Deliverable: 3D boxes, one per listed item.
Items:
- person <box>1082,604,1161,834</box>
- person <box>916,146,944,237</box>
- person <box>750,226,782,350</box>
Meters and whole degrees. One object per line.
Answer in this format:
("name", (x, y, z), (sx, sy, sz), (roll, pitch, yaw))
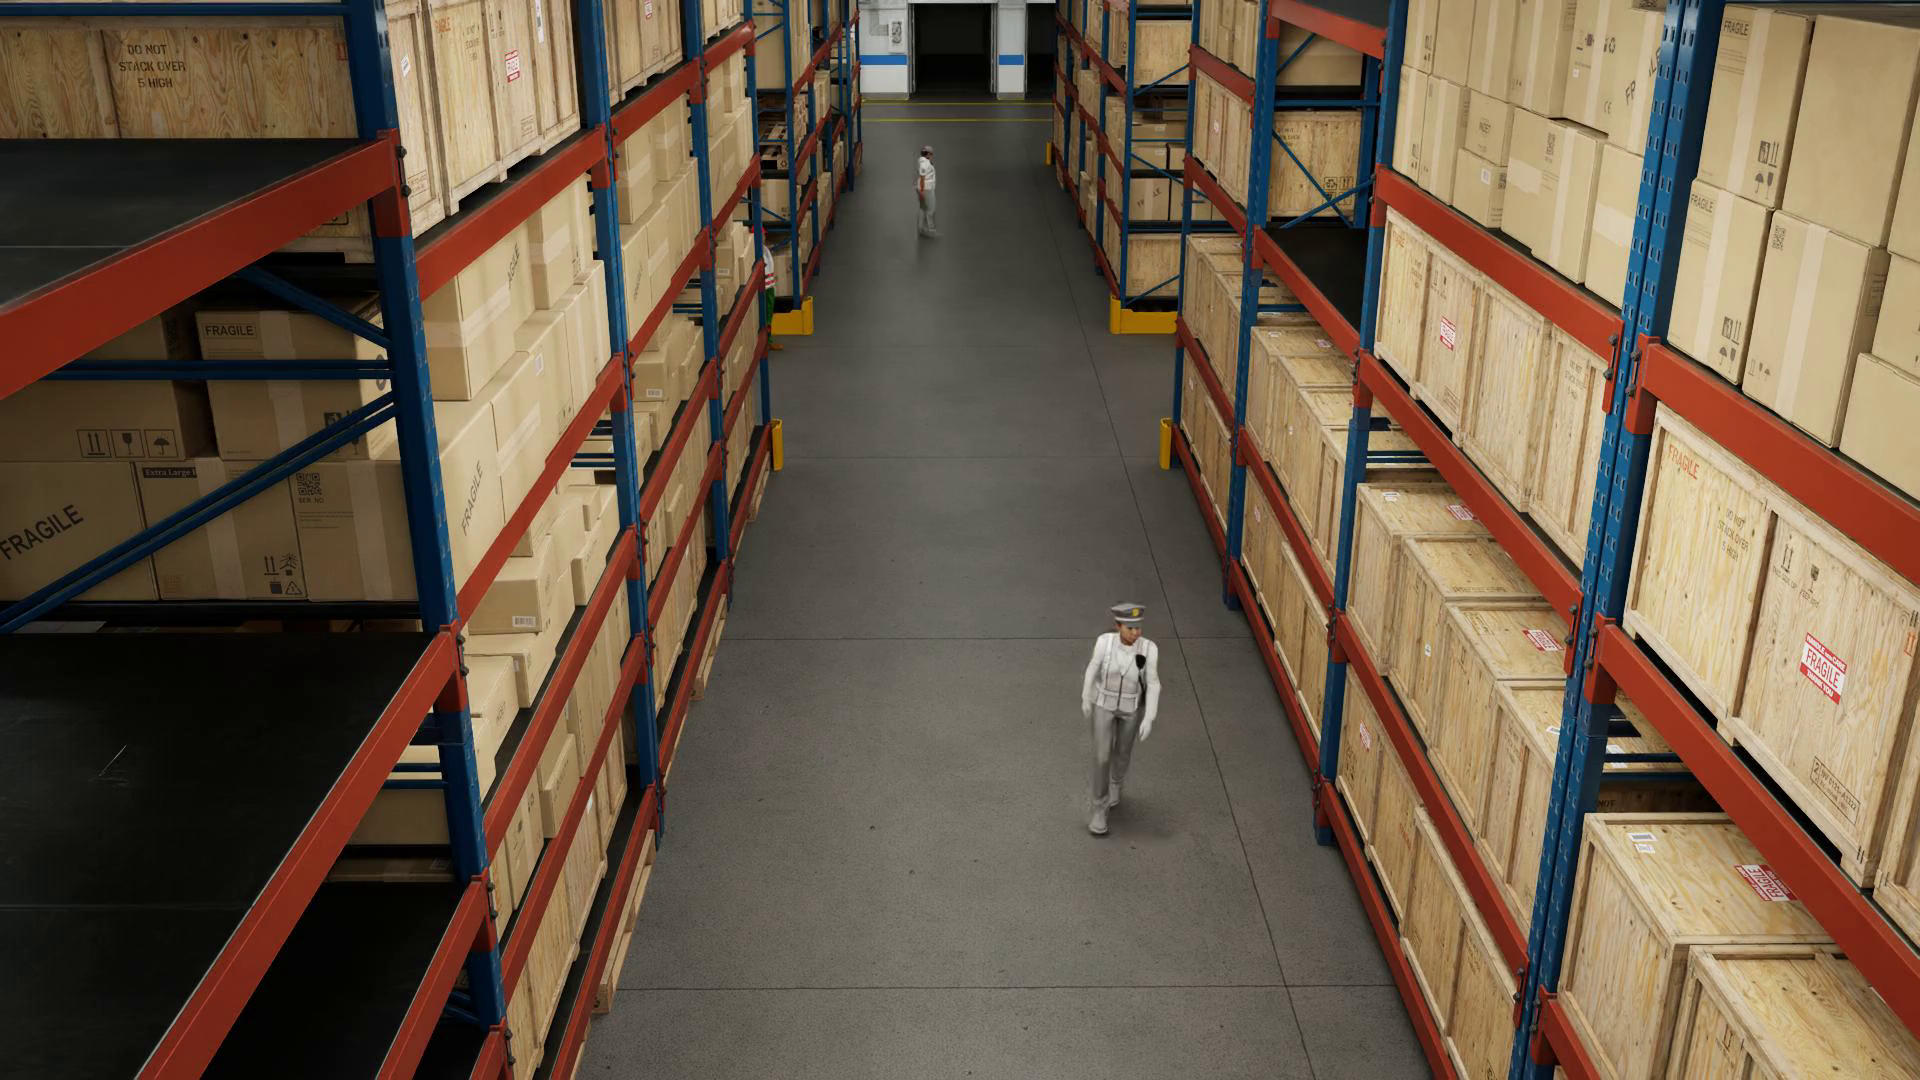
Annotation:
("person", (1.120, 1.186, 11.599), (0.531, 1.674, 0.698), (0, 22, 1))
("person", (-0.569, -6.568, 31.272), (0.517, 1.654, 0.523), (-2, 22, -5))
("person", (-2.774, -3.547, 23.476), (0.377, 1.801, 0.554), (10, 23, 23))
